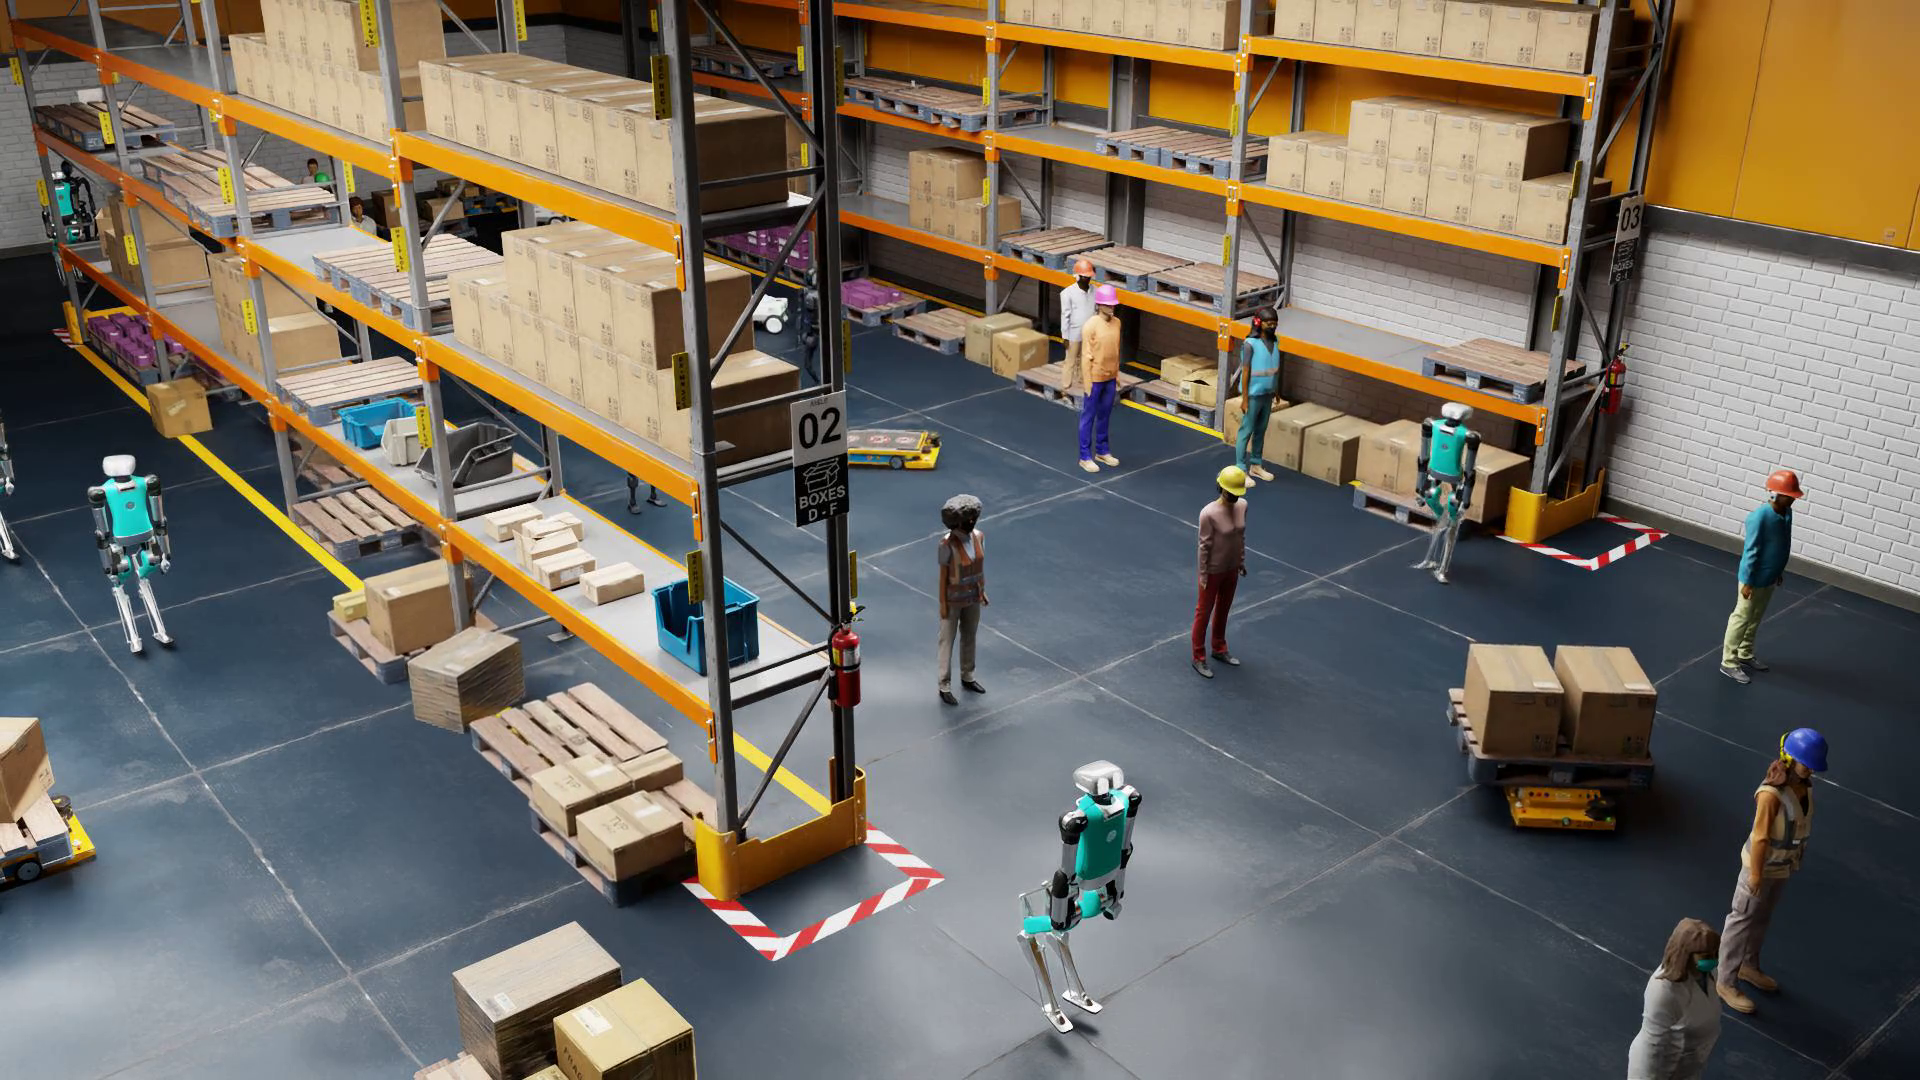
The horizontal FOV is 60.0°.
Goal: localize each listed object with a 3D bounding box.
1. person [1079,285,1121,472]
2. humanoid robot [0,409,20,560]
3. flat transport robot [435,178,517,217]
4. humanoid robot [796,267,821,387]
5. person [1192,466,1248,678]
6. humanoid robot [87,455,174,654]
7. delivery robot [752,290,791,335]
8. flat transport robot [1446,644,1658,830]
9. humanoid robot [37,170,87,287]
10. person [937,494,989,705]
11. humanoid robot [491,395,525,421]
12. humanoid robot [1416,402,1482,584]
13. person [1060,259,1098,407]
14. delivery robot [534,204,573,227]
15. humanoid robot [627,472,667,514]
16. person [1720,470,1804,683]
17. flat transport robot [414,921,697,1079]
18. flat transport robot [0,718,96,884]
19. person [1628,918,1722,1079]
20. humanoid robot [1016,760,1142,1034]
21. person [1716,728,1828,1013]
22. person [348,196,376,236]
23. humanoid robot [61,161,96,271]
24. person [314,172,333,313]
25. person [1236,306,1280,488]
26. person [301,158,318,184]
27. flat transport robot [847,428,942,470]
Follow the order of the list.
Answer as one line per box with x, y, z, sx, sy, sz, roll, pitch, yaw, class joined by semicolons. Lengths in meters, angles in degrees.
1.484;-1.706;17.433;0.505;1.986;0.375;-18;29;-35;person
-8.891;-0.613;15.048;0.533;1.673;0.735;-18;29;-36;humanoid robot
-8.538;-5.804;29.083;1.431;0.231;0.659;-18;29;-36;flat transport robot
-1.630;-2.414;19.466;0.611;1.648;0.470;15;28;31;humanoid robot
2.091;0.234;13.225;0.524;1.759;0.325;-18;29;-35;person
-6.728;0.066;13.476;0.533;1.673;0.735;-18;29;-36;humanoid robot
-2.657;-3.076;22.415;0.773;0.601;0.500;3;23;6;delivery robot
4.171;1.610;11.916;0.659;0.231;1.431;2;23;4;flat transport robot
-13.060;-4.560;24.182;0.533;1.677;0.735;-18;29;-36;humanoid robot
0.017;0.443;12.820;0.446;1.690;0.311;-18;29;-35;person
-5.204;-2.203;18.957;0.599;1.653;0.315;-18;29;-36;humanoid robot
4.393;-0.449;14.837;0.627;1.781;0.849;18;29;36;humanoid robot
1.409;-2.407;19.342;0.562;1.752;0.325;-18;29;-35;person
-6.907;-5.458;27.930;0.773;0.601;0.500;3;23;6;delivery robot
-3.116;-1.094;16.383;0.599;1.657;0.315;-18;29;-36;humanoid robot
6.359;0.266;13.151;0.562;1.752;0.325;-18;29;-35;person
-2.079;3.096;8.474;1.431;0.231;0.659;-18;29;-36;flat transport robot
-6.475;2.096;10.790;1.431;0.231;0.659;-18;29;-36;flat transport robot
3.418;2.542;7.998;0.487;1.659;0.341;-18;29;-35;person
0.586;1.900;9.223;0.533;1.677;0.735;-18;29;-36;humanoid robot
4.629;1.852;9.459;0.470;1.771;0.322;-18;29;-35;person
-7.943;-3.656;22.139;0.503;1.834;0.366;-18;29;-35;person
-13.434;-4.945;25.305;0.599;1.653;0.315;-18;29;-36;humanoid robot
-8.779;-4.155;23.170;0.533;1.932;0.407;-18;29;-35;person
3.062;-1.484;17.060;0.529;1.870;0.389;-18;29;-35;person
-9.832;-5.016;25.503;0.451;1.657;0.283;-18;29;-35;person
-0.948;-0.986;17.926;1.431;0.231;0.659;3;23;6;flat transport robot
